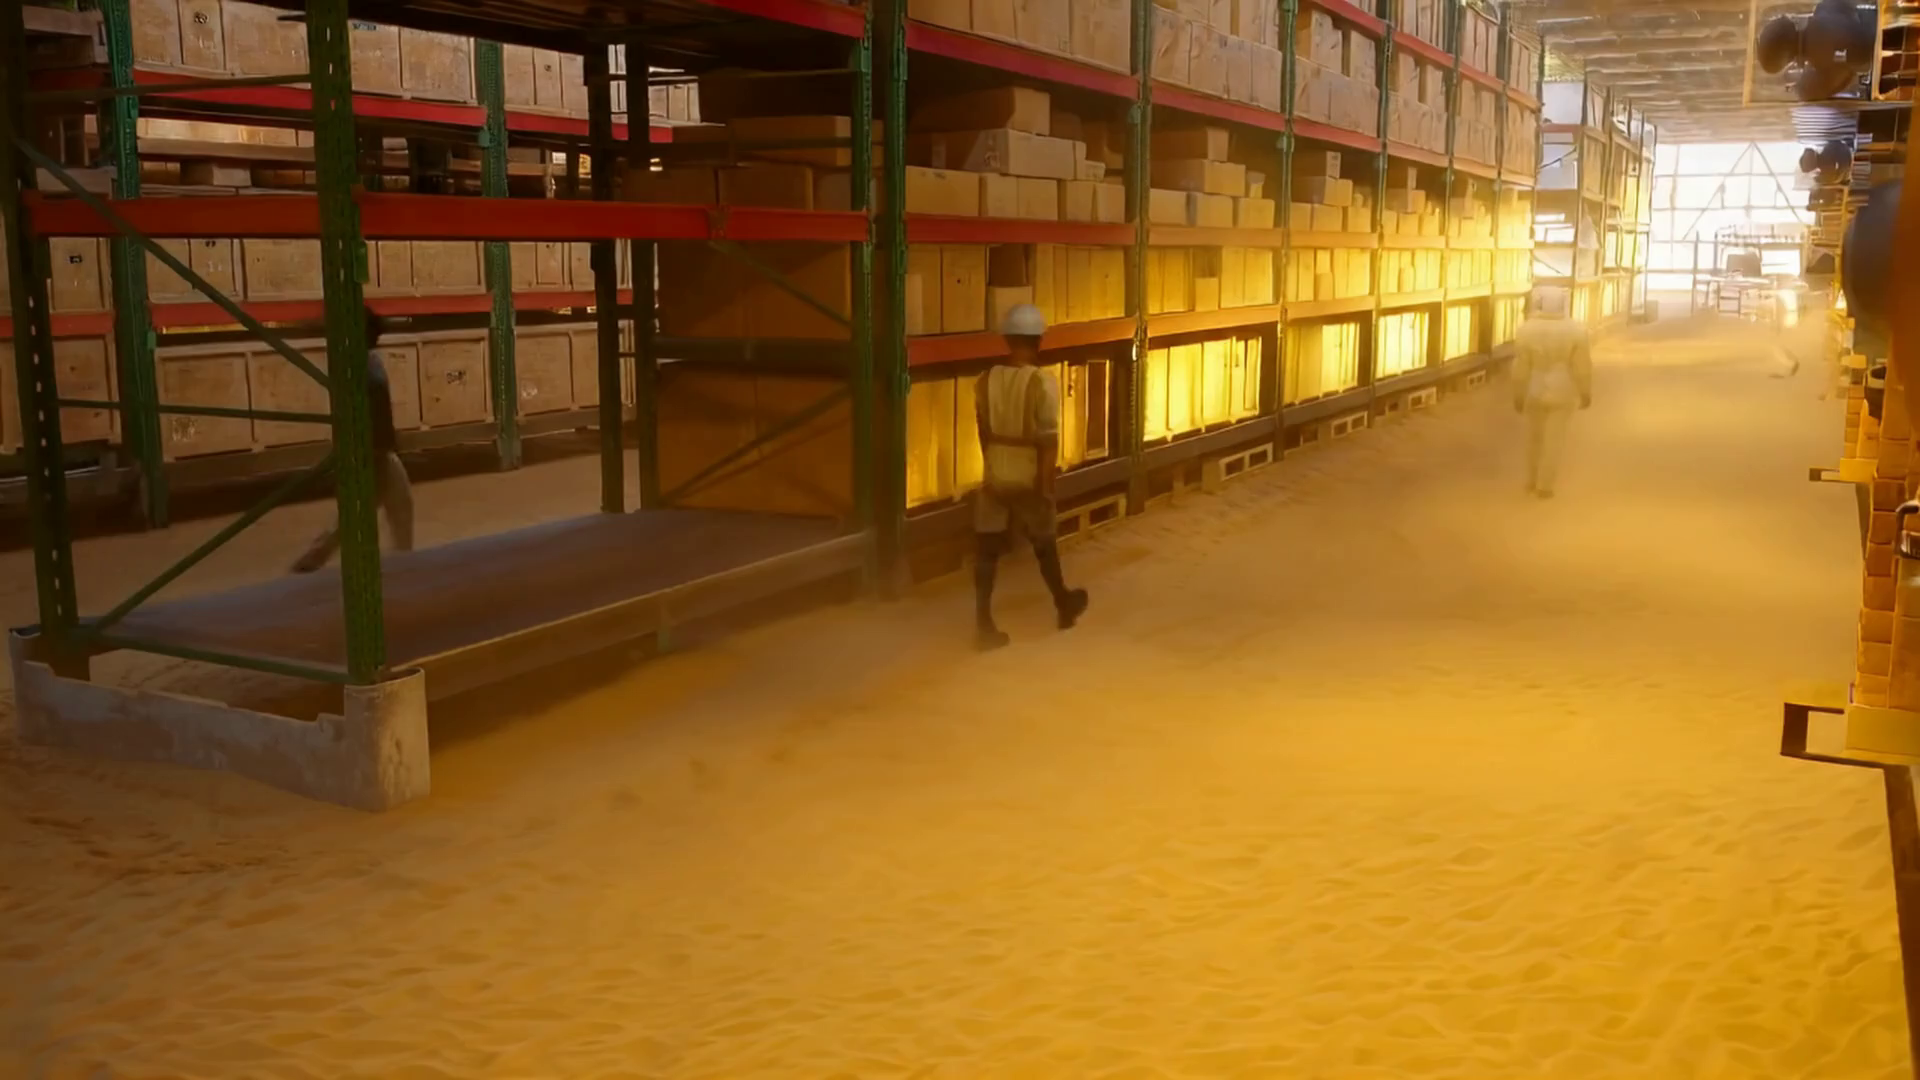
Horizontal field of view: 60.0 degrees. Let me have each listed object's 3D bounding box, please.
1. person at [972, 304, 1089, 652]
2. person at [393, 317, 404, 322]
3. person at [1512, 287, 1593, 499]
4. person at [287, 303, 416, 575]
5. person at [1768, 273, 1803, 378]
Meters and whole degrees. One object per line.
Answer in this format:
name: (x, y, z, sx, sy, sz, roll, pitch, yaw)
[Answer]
person: (0.374, -0.364, 9.309, 0.559, 1.880, 1.019, 6, 12, 32)
person: (-6.948, -2.166, 20.273, 0.516, 1.702, 0.495, 3, 10, 16)
person: (5.348, -1.326, 14.975, 0.649, 1.862, 0.974, 6, 12, 32)
person: (-3.697, -0.530, 10.265, 0.923, 1.900, 0.638, -3, 10, -15)
person: (14.301, -3.691, 28.747, 0.607, 1.826, 0.564, -9, 13, -41)
